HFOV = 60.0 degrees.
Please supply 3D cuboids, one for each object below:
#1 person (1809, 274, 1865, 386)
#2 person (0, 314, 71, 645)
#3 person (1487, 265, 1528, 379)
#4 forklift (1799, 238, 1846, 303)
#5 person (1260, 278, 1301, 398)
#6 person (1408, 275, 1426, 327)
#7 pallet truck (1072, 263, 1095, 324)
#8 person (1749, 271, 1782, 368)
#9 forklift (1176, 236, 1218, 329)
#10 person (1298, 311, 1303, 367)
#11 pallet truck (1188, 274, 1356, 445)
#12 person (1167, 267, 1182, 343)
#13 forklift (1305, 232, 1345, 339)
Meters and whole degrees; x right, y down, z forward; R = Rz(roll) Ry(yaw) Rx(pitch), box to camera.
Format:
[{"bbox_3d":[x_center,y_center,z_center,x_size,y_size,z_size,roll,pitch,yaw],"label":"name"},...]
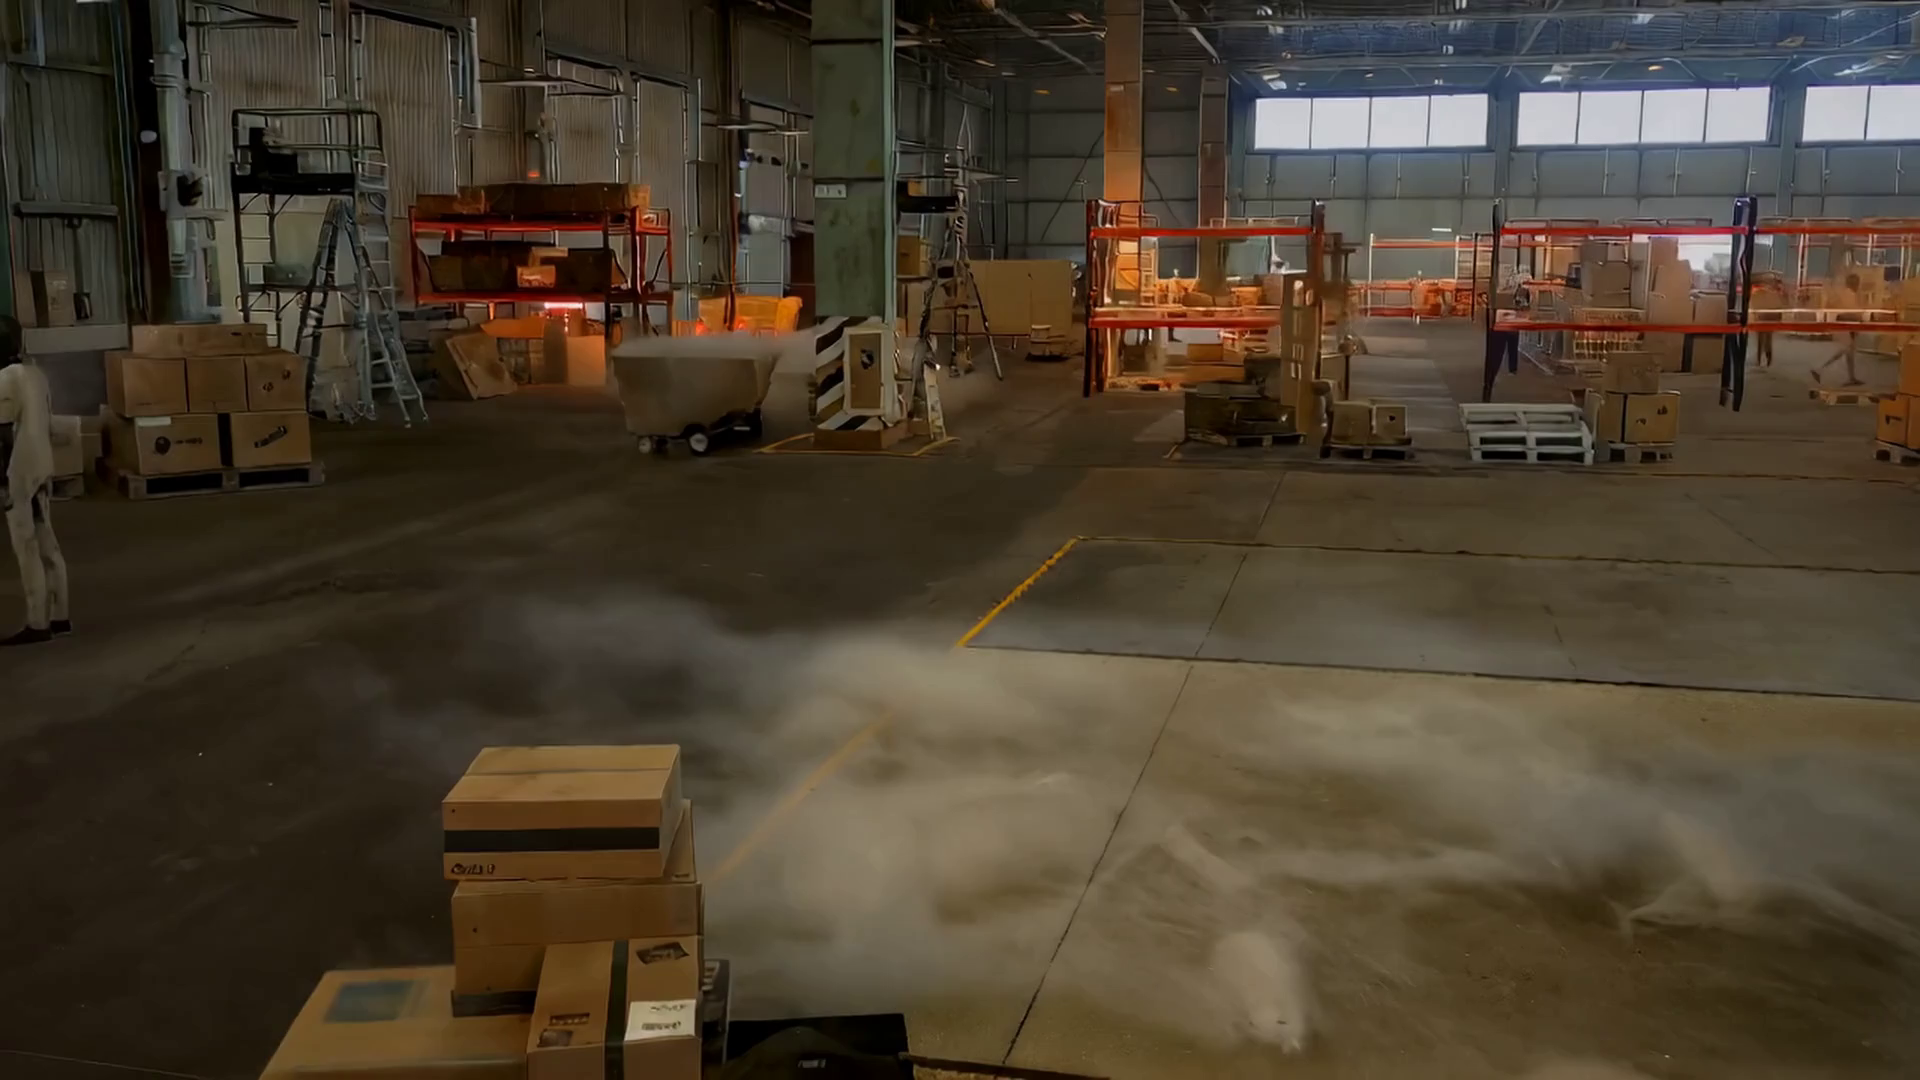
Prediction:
[{"bbox_3d":[14.892,-3.540,28.130,0.849,1.912,0.634,2,10,14],"label":"person"},{"bbox_3d":[-5.294,-0.334,9.365,0.327,1.865,0.519,0,10,0],"label":"person"},{"bbox_3d":[9.776,-3.900,29.837,0.537,2.000,0.679,-9,13,-41],"label":"person"},{"bbox_3d":[29.021,-8.629,55.210,1.873,2.768,1.129,8,12,39],"label":"forklift"},{"bbox_3d":[4.736,-2.830,24.019,1.028,1.891,0.648,3,10,19],"label":"person"},{"bbox_3d":[14.496,-7.602,52.795,0.521,1.646,0.919,3,10,15],"label":"person"},{"bbox_3d":[4.325,-8.180,55.162,0.823,1.965,1.885,6,11,31],"label":"pallet truck"},{"bbox_3d":[15.887,-4.359,32.943,0.594,1.898,0.713,1,10,4],"label":"person"},{"bbox_3d":[7.487,-7.833,50.525,1.873,2.768,1.129,-2,10,-13],"label":"forklift"},{"bbox_3d":[6.662,-4.096,31.890,0.321,1.736,0.484,6,11,31],"label":"person"},{"bbox_3d":[3.653,-2.138,19.590,1.885,1.965,0.823,-4,10,-20],"label":"pallet truck"},{"bbox_3d":[5.505,-6.034,42.692,0.347,1.942,0.549,-1,10,-8],"label":"person"},{"bbox_3d":[9.473,-6.631,43.444,1.129,2.768,1.873,6,12,33],"label":"forklift"}]
